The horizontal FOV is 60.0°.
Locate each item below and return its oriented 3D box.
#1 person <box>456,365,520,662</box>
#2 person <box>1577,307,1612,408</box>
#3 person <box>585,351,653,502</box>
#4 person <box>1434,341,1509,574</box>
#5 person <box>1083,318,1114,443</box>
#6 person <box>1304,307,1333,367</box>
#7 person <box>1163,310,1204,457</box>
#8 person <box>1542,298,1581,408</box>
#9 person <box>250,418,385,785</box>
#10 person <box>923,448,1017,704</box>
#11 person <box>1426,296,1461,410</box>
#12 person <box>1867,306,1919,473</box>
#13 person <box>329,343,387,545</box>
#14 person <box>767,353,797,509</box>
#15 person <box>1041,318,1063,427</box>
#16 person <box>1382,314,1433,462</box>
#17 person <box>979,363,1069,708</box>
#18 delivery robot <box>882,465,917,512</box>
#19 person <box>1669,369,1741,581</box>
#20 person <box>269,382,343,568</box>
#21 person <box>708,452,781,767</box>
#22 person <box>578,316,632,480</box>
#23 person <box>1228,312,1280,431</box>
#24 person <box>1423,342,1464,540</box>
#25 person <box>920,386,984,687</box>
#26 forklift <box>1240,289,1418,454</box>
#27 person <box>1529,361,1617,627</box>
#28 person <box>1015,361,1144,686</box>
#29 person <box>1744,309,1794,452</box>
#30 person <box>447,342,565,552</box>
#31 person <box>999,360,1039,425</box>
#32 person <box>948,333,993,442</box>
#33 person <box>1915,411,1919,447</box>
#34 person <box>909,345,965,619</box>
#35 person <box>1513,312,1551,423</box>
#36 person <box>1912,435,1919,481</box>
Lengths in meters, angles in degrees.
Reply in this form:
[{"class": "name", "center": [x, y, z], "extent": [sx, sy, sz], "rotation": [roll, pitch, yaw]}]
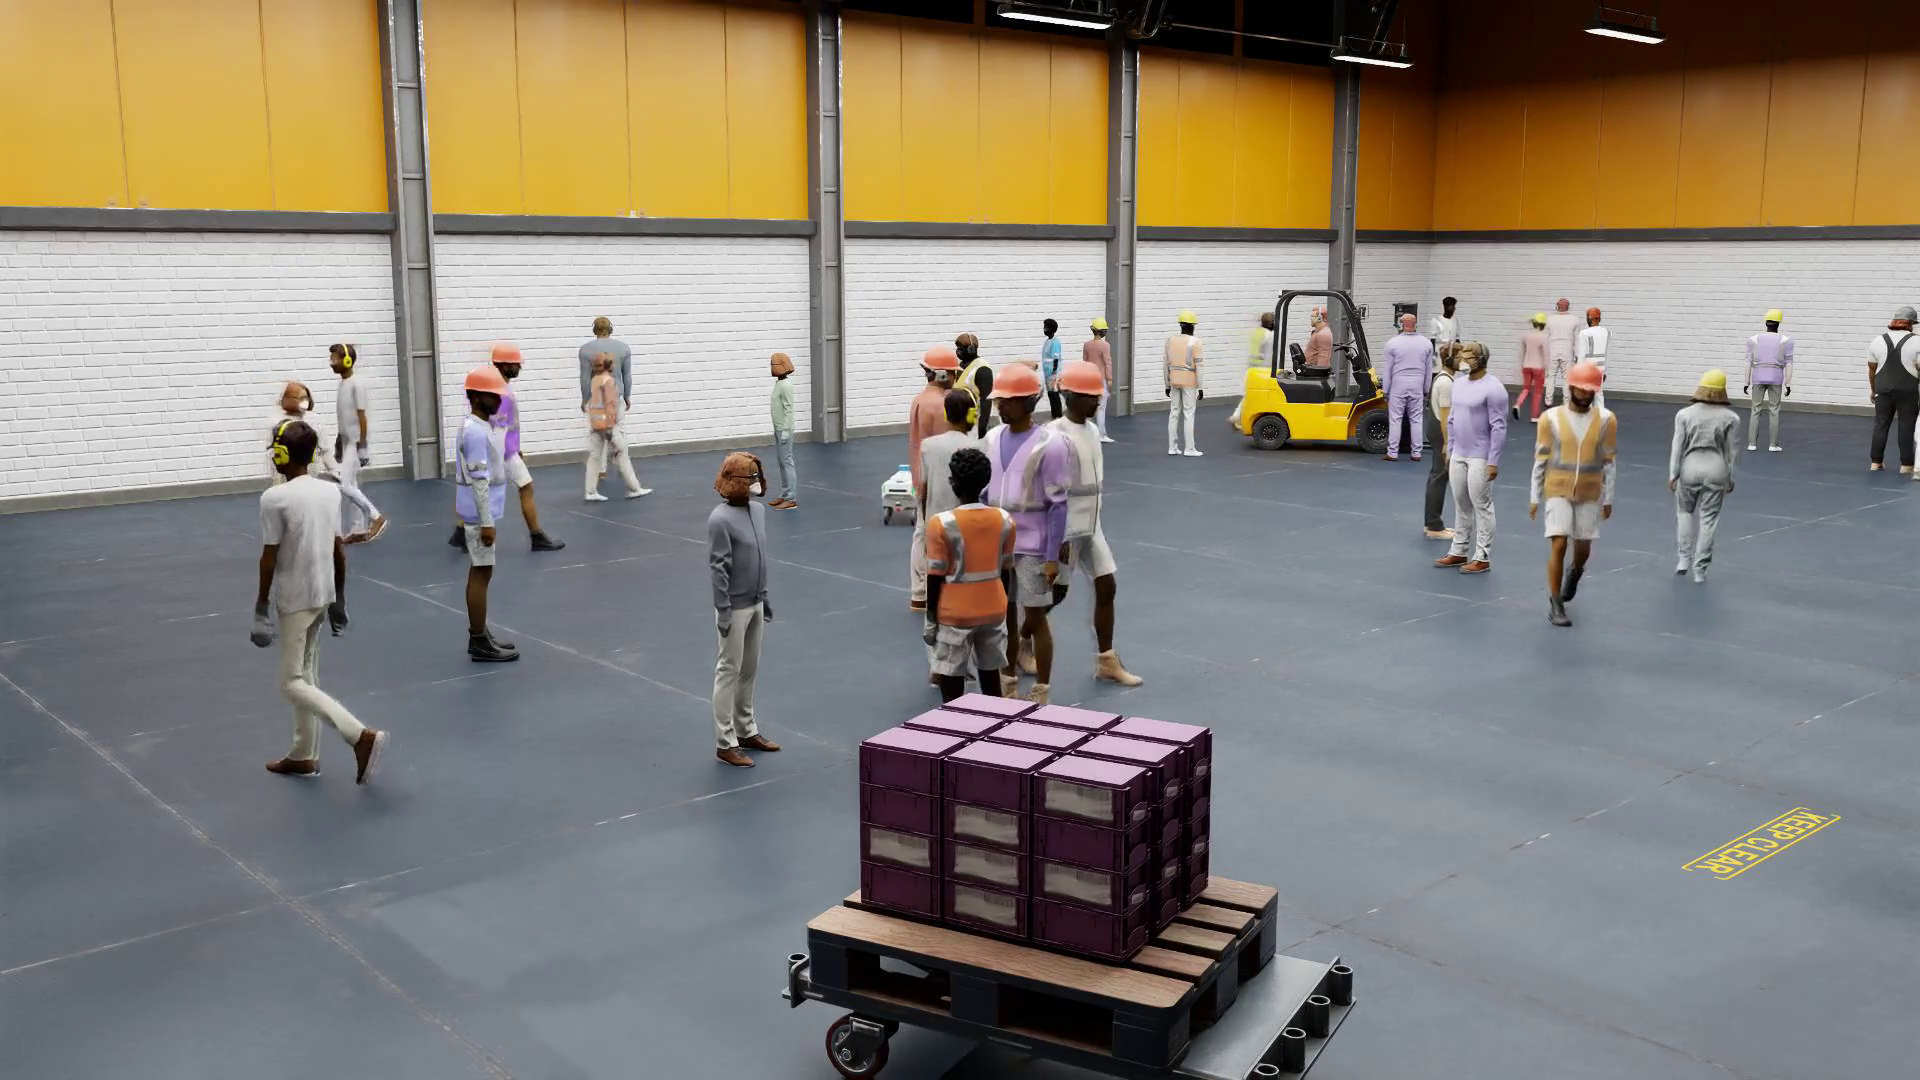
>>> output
[{"class": "person", "center": [-3.098, -0.174, 10.874], "extent": [0.376, 1.933, 0.545], "rotation": [-3, 10, -16]}, {"class": "person", "center": [9.309, -2.480, 24.512], "extent": [0.574, 1.886, 0.356], "rotation": [-4, 10, -22]}, {"class": "person", "center": [-3.717, -1.222, 17.925], "extent": [0.790, 1.603, 0.546], "rotation": [-7, 12, -34]}, {"class": "person", "center": [4.274, -0.686, 13.855], "extent": [0.378, 1.940, 0.628], "rotation": [-4, 10, -21]}, {"class": "person", "center": [1.959, -2.261, 23.578], "extent": [0.313, 1.769, 0.523], "rotation": [-9, 13, -41]}, {"class": "person", "center": [5.145, -2.398, 23.975], "extent": [0.409, 1.909, 0.642], "rotation": [1, 10, 8]}, {"class": "person", "center": [2.963, -2.058, 21.927], "extent": [0.595, 1.923, 0.372], "rotation": [8, 13, 40]}, {"class": "person", "center": [10.449, -3.247, 28.933], "extent": [0.651, 1.910, 0.409], "rotation": [4, 10, 22]}, {"class": "person", "center": [-3.222, 0.321, 8.238], "extent": [0.728, 1.848, 0.531], "rotation": [3, 10, 16]}, {"class": "person", "center": [0.048, 0.384, 8.323], "extent": [0.534, 1.690, 0.319], "rotation": [-7, 12, -36]}, {"class": "person", "center": [8.297, -3.186, 28.450], "extent": [0.615, 1.952, 0.411], "rotation": [-3, 10, -16]}, {"class": "person", "center": [11.501, -1.847, 20.356], "extent": [0.535, 2.000, 0.673], "rotation": [-8, 13, -39]}, {"class": "person", "center": [-5.560, -0.864, 15.143], "extent": [0.398, 1.857, 0.549], "rotation": [-7, 12, -37]}, {"class": "person", "center": [-1.862, -1.139, 17.396], "extent": [0.275, 1.632, 0.507], "rotation": [-3, 10, -17]}, {"class": "person", "center": [1.408, -2.546, 25.475], "extent": [0.321, 1.690, 0.536], "rotation": [-2, 10, -14]}, {"class": "person", "center": [5.730, -1.952, 21.394], "extent": [0.645, 1.899, 0.404], "rotation": [-1, 10, -4]}, {"class": "person", "center": [0.318, 0.024, 9.390], "extent": [0.388, 2.041, 0.614], "rotation": [-9, 13, -44]}, {"class": "delivery robot", "center": [-0.553, -0.504, 16.541], "extent": [0.477, 0.478, 0.707], "rotation": [2, 9, 9]}, {"class": "person", "center": [6.082, -0.533, 13.595], "extent": [0.508, 1.720, 0.577], "rotation": [5, 11, 25]}, {"class": "person", "center": [-5.436, -0.514, 13.851], "extent": [0.843, 1.587, 0.515], "rotation": [5, 11, 26]}, {"class": "person", "center": [-1.134, 0.350, 8.679], "extent": [0.278, 1.633, 0.507], "rotation": [4, 10, 20]}, {"class": "person", "center": [-4.180, -1.673, 19.646], "extent": [0.627, 1.935, 0.372], "rotation": [-5, 11, -26]}, {"class": "person", "center": [4.503, -2.520, 24.988], "extent": [0.888, 1.815, 0.618], "rotation": [-3, 10, -17]}, {"class": "person", "center": [4.527, -0.926, 15.531], "extent": [0.339, 1.845, 0.507], "rotation": [2, 10, 12]}, {"class": "person", "center": [-0.038, -0.010, 10.195], "extent": [0.515, 1.844, 0.433], "rotation": [5, 11, 28]}, {"class": "forklift", "center": [5.034, -2.339, 22.783], "extent": [2.313, 2.155, 1.214], "rotation": [3, 10, 16]}, {"class": "person", "center": [4.423, -0.361, 12.051], "extent": [0.581, 1.909, 0.703], "rotation": [2, 10, 10]}, {"class": "person", "center": [0.678, -0.099, 10.253], "extent": [0.913, 2.008, 0.626], "rotation": [7, 12, 34]}, {"class": "person", "center": [10.908, -2.149, 22.456], "extent": [0.593, 1.925, 0.384], "rotation": [6, 11, 32]}, {"class": "person", "center": [-4.094, -0.810, 14.744], "extent": [0.989, 1.896, 0.559], "rotation": [-4, 11, -24]}, {"class": "person", "center": [0.572, -1.002, 16.694], "extent": [0.590, 1.595, 0.515], "rotation": [1, 10, 7]}, {"class": "person", "center": [0.087, -1.227, 17.307], "extent": [0.429, 1.842, 0.630], "rotation": [-6, 11, -30]}, {"class": "person", "center": [13.417, -2.087, 23.035], "extent": [0.540, 1.589, 0.840], "rotation": [6, 11, 32]}, {"class": "person", "center": [-0.162, -0.421, 12.146], "extent": [0.400, 1.990, 0.623], "rotation": [-4, 10, -22]}, {"class": "person", "center": [9.042, -2.709, 26.211], "extent": [0.483, 1.752, 0.547], "rotation": [-6, 12, -33]}, {"class": "person", "center": [11.557, -1.602, 19.508], "extent": [0.971, 1.835, 0.602], "rotation": [-6, 11, -30]}]
